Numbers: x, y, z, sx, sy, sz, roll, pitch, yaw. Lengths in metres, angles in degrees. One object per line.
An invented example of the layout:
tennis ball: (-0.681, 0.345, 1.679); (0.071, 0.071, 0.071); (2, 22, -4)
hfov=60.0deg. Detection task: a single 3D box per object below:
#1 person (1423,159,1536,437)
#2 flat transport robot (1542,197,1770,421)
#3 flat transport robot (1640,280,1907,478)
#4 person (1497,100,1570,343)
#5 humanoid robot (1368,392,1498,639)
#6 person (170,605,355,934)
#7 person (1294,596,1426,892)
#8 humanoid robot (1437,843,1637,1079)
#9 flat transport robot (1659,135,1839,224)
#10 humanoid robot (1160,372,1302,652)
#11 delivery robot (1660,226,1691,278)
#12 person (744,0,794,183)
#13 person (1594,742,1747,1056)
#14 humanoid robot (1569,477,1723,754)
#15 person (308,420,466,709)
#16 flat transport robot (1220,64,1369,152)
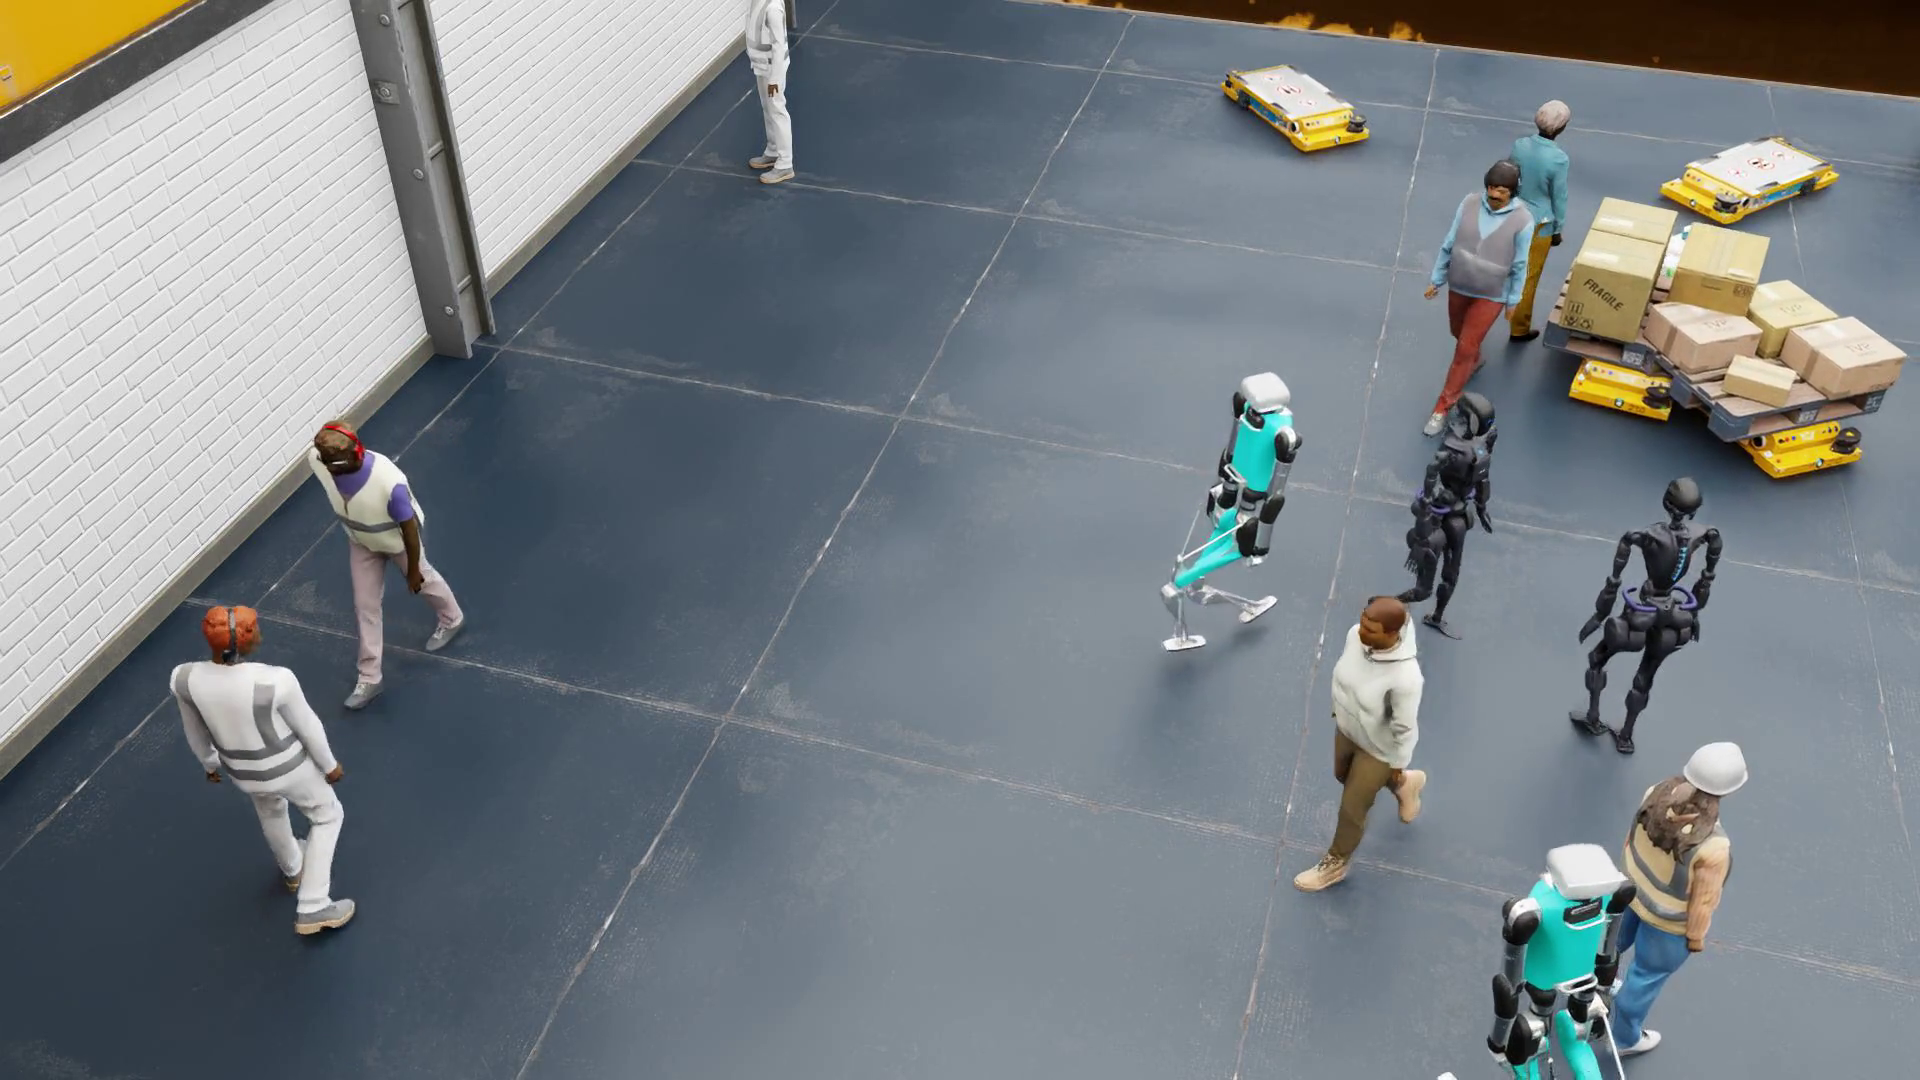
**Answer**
person: (3.368, -1.658, 10.820); (0.569, 1.833, 0.956); (31, 48, 32)
flat transport robot: (4.762, -1.340, 11.672); (0.659, 0.231, 1.431); (18, 42, 21)
flat transport robot: (5.293, -0.937, 11.169); (0.659, 0.231, 1.431); (-11, 40, -14)
person: (3.960, -2.212, 11.569); (0.344, 1.755, 0.524); (-26, 46, -29)
humanoid robot: (2.620, -0.135, 9.067); (0.601, 1.651, 0.439); (-26, 46, -29)
person: (-3.126, 1.004, 7.474); (0.652, 1.866, 0.550); (3, 39, 4)
person: (1.969, 0.879, 7.735); (0.738, 1.737, 0.527); (-17, 42, -20)
humanoid robot: (2.342, 1.975, 6.380); (0.538, 1.737, 0.992); (-13, 40, -15)
flat transport robot: (6.527, -2.980, 13.712); (1.431, 0.231, 0.659); (-21, 43, -24)
humanoid robot: (1.357, -0.060, 8.920); (0.999, 1.740, 0.538); (-15, 41, -17)
delivery robot: (5.317, -2.029, 12.294); (0.789, 0.587, 0.499); (-20, 43, -24)
person: (-1.564, -3.835, 13.488); (0.356, 1.882, 0.573); (-13, 41, -16)
person: (2.932, 1.500, 6.982); (0.377, 1.723, 0.494); (-10, 40, -12)
humanoid robot: (3.486, 0.383, 8.405); (0.610, 1.642, 0.347); (-3, 39, -4)
person: (-3.063, 0.047, 8.747); (0.604, 1.767, 0.961); (13, 41, 15)
flat transport robot: (2.971, -3.879, 14.829); (0.659, 0.231, 1.431); (-15, 41, -18)
